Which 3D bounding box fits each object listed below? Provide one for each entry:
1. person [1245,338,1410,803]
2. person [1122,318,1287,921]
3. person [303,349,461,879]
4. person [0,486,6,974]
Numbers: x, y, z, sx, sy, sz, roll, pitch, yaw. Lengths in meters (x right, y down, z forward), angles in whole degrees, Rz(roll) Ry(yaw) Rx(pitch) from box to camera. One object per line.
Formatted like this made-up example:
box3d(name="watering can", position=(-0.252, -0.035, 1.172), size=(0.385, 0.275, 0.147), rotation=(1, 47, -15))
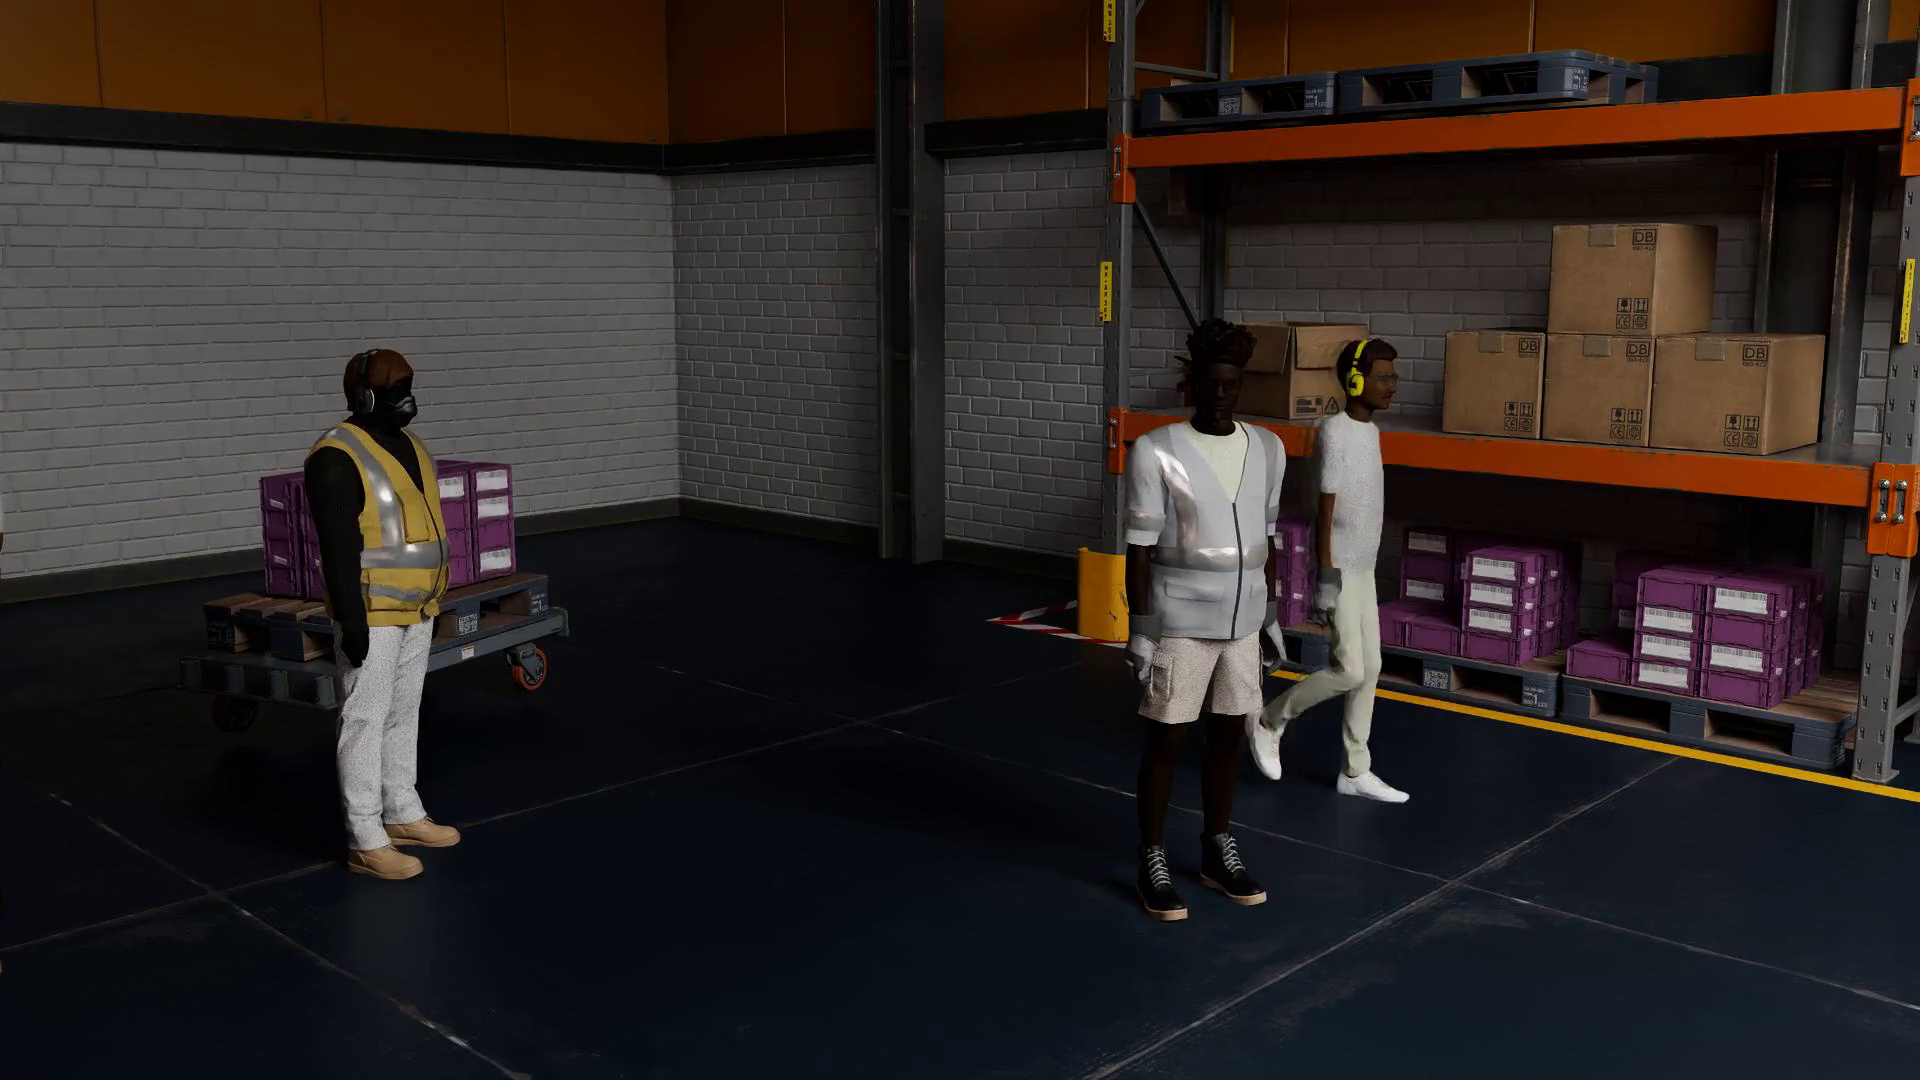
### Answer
box3d(name="person", position=(1.497, 0.125, 6.619), size=(0.580, 1.855, 0.539), rotation=(7, 11, 36))
box3d(name="person", position=(0.811, 0.258, 5.463), size=(0.612, 1.962, 0.361), rotation=(-4, 10, -25))
box3d(name="person", position=(-2.022, 0.249, 5.898), size=(0.430, 1.845, 0.623), rotation=(2, 9, 10))
box3d(name="person", position=(-3.134, 0.334, 4.767), size=(0.538, 2.000, 0.683), rotation=(6, 11, 35))
